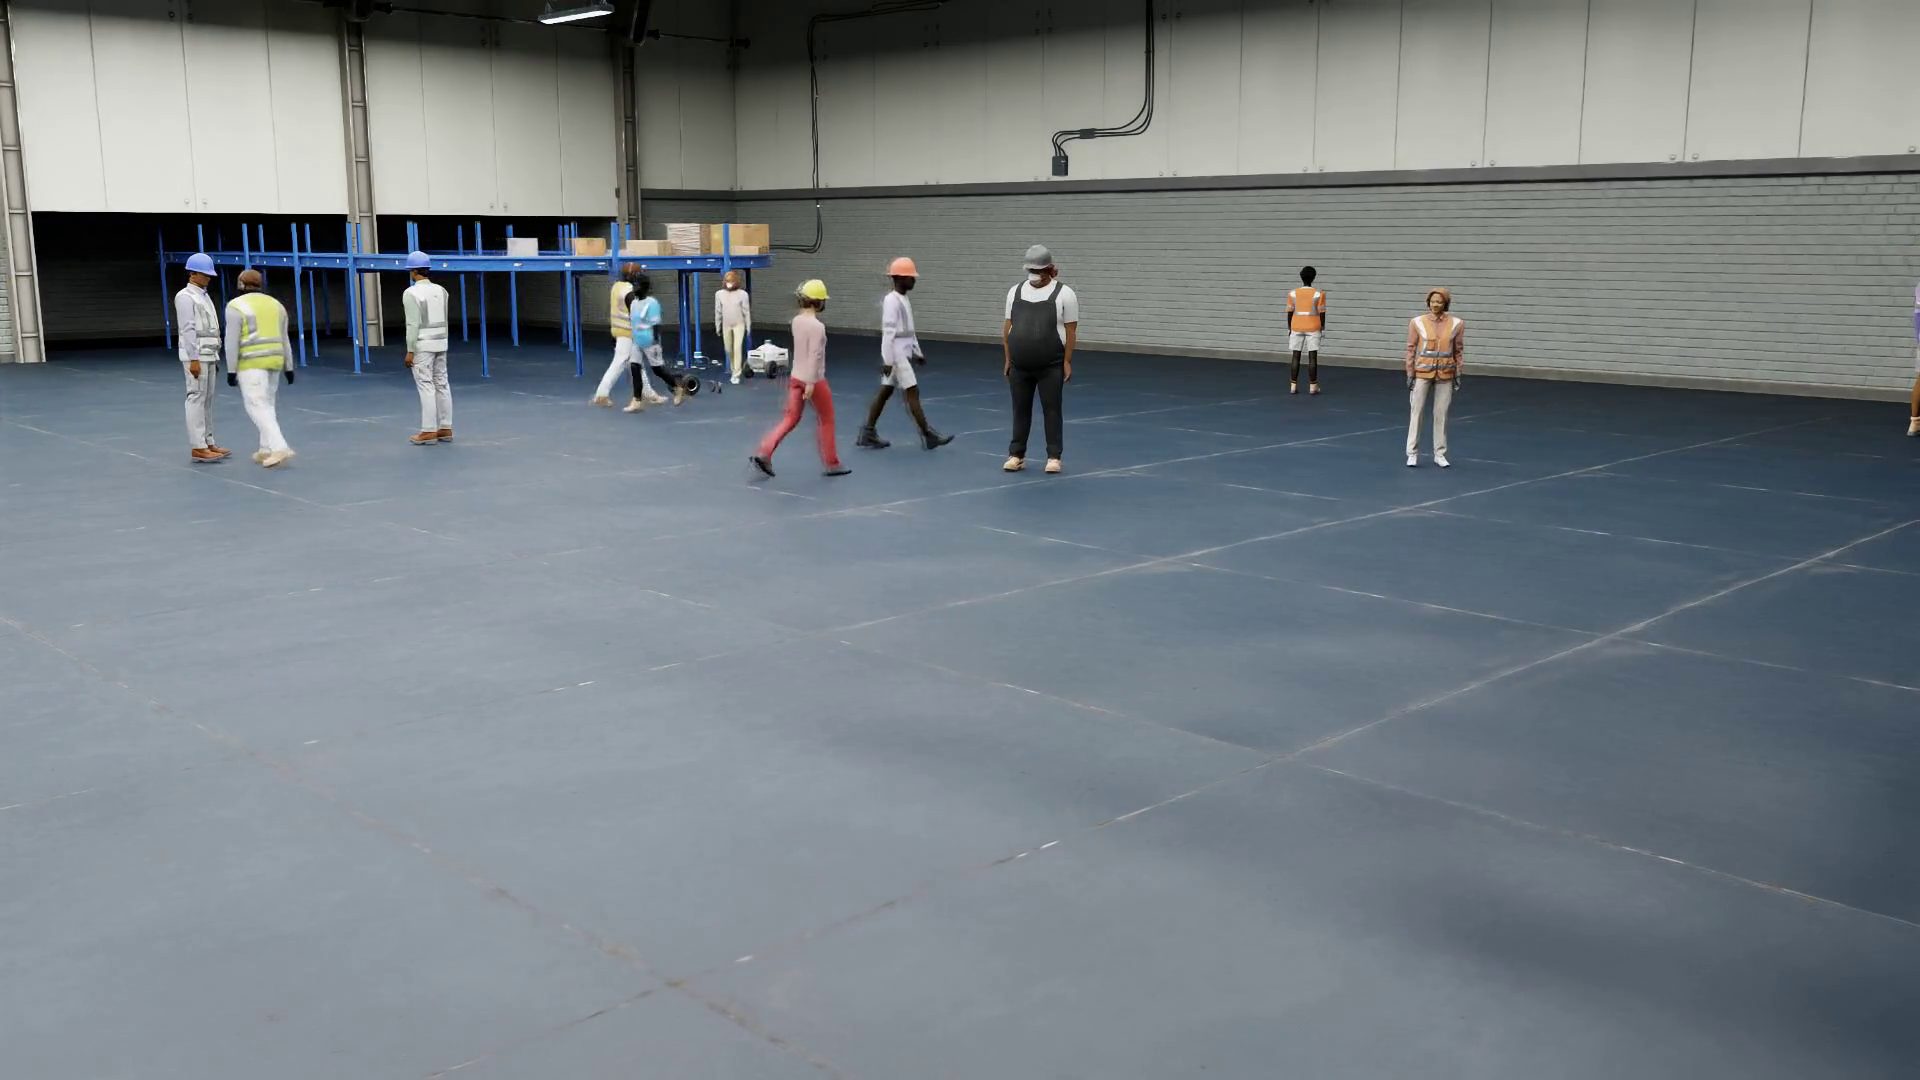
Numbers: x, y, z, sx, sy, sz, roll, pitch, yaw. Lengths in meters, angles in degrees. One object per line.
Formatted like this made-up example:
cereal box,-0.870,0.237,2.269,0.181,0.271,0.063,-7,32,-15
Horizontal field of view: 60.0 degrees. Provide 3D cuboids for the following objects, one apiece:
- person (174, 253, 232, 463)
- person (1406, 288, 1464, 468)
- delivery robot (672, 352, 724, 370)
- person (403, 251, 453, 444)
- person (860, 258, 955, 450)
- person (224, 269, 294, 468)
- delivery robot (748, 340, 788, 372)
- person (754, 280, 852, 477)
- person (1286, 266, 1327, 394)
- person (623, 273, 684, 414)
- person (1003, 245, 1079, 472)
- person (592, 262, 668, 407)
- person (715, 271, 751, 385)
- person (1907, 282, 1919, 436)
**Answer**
person,-7.149,-1.720,15.687,0.402,1.938,0.602,-1,10,-8
person,4.341,-1.485,15.230,0.514,1.636,0.315,1,10,3
delivery robot,-3.543,-2.427,22.467,0.698,0.223,0.335,-8,13,-37
person,-5.451,-1.961,16.972,0.406,1.947,0.607,4,11,21
person,-0.557,-1.837,16.468,0.986,1.886,0.561,1,10,6
person,-6.407,-1.590,15.375,0.711,1.806,0.648,5,11,24
delivery robot,-2.883,-2.760,24.992,0.477,0.478,0.707,5,12,25
person,-1.385,-1.413,14.572,0.849,1.733,0.518,-8,13,-36
person,4.647,-2.818,22.329,0.541,1.695,0.315,5,11,24
person,-3.720,-2.387,20.086,0.529,1.671,0.783,10,14,42
person,0.688,-1.607,14.907,0.675,2.000,0.536,4,11,20
person,-4.134,-2.535,20.572,0.969,1.790,0.639,-6,12,-29
person,-3.251,-3.069,23.970,0.511,1.613,0.693,2,11,10
person,10.280,-2.098,17.460,0.372,2.044,0.607,-2,11,-8
